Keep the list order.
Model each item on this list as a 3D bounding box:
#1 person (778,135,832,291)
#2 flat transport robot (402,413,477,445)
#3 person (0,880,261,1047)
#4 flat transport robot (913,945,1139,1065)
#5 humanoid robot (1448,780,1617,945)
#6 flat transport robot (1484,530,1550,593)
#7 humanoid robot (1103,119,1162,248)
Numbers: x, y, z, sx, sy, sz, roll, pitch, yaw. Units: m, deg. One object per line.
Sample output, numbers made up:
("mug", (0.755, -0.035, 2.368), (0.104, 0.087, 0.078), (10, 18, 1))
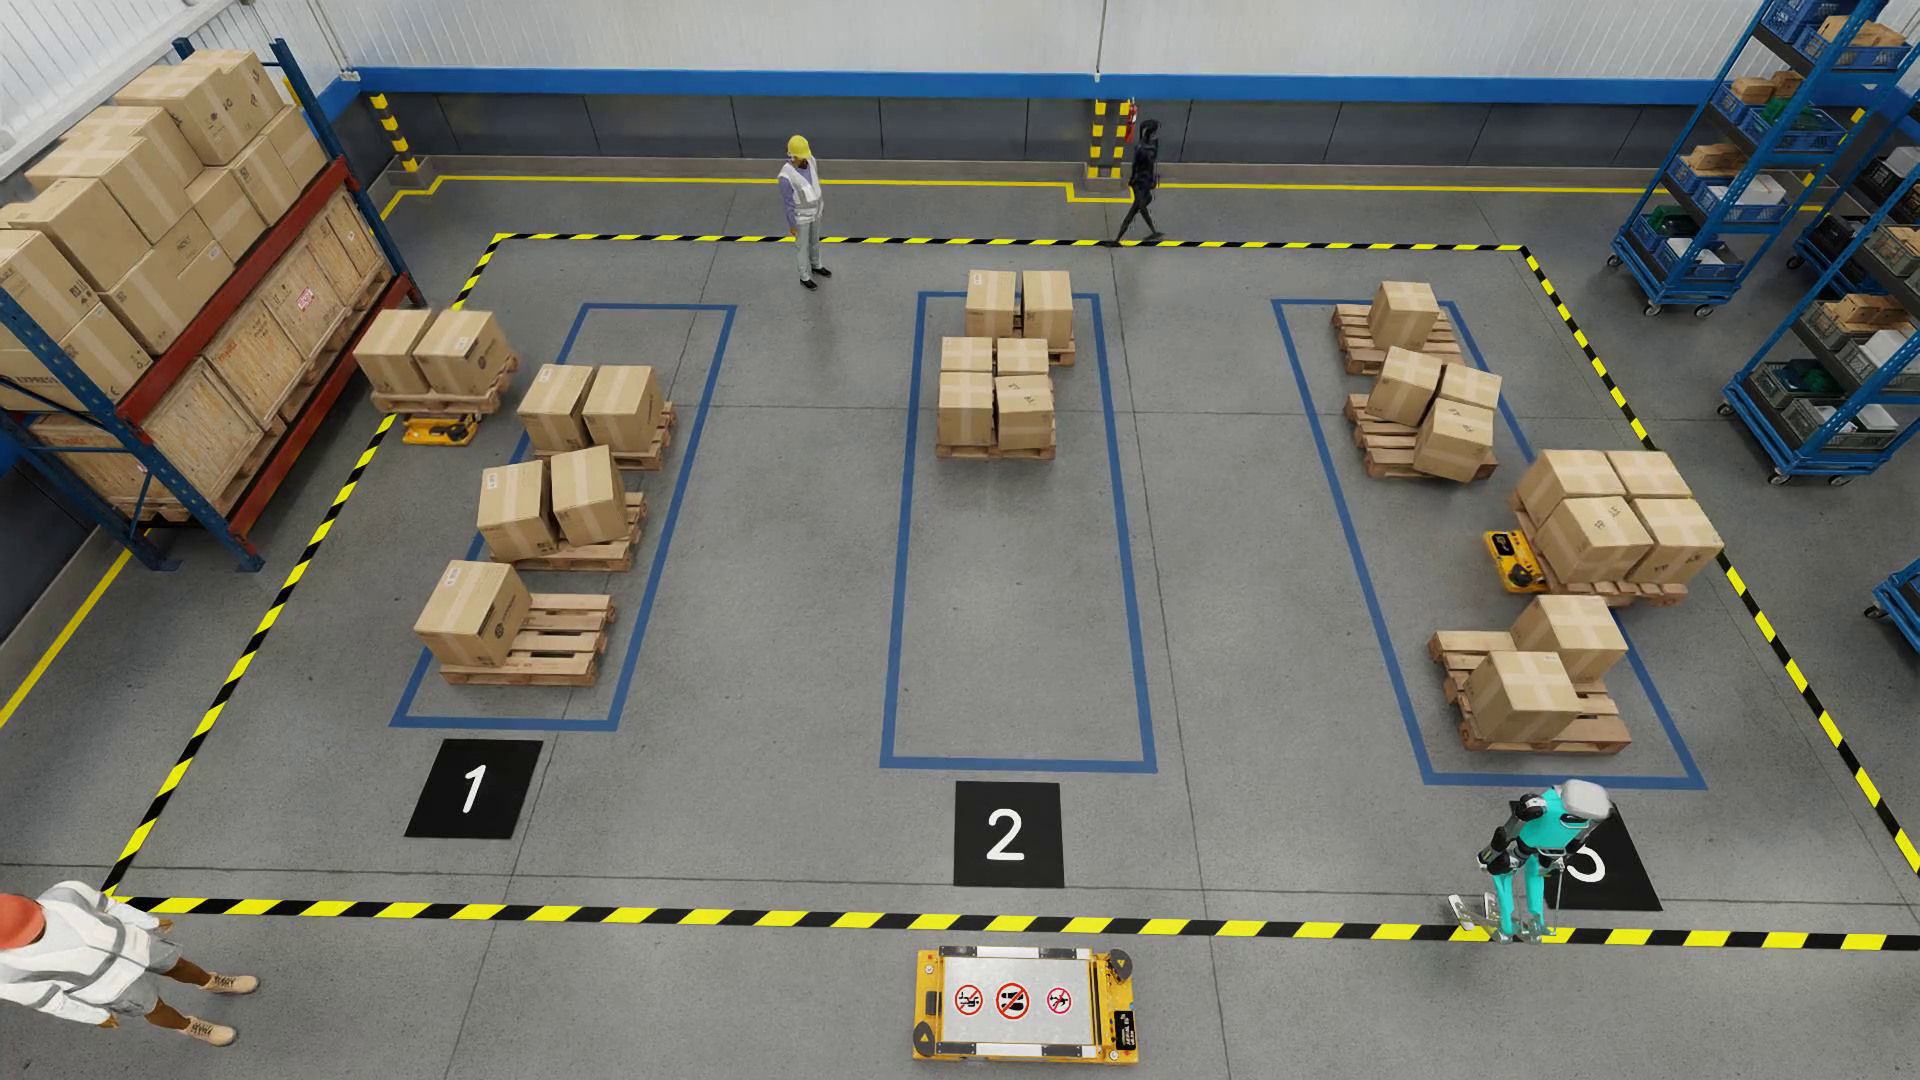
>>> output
("person", (-1.767, -3.768, 10.550), (0.404, 1.827, 0.599), (24, 55, 18))
("flat transport robot", (-5.349, -1.580, 9.756), (0.652, 0.197, 1.431), (1, 51, 1))
("person", (-4.865, 2.475, 5.325), (0.379, 2.039, 0.614), (1, 51, 1))
("flat transport robot", (0.422, 3.041, 6.007), (1.431, 0.231, 0.659), (1, 51, 1))
("humanoid robot", (3.578, 2.143, 5.704), (0.533, 1.677, 0.735), (1, 51, 1))
("flat transport robot", (5.629, 0.170, 8.329), (1.431, 0.197, 0.652), (1, 51, 1))
("humanoid robot", (2.224, -4.319, 11.132), (0.789, 1.627, 0.612), (-7, 51, -6))
